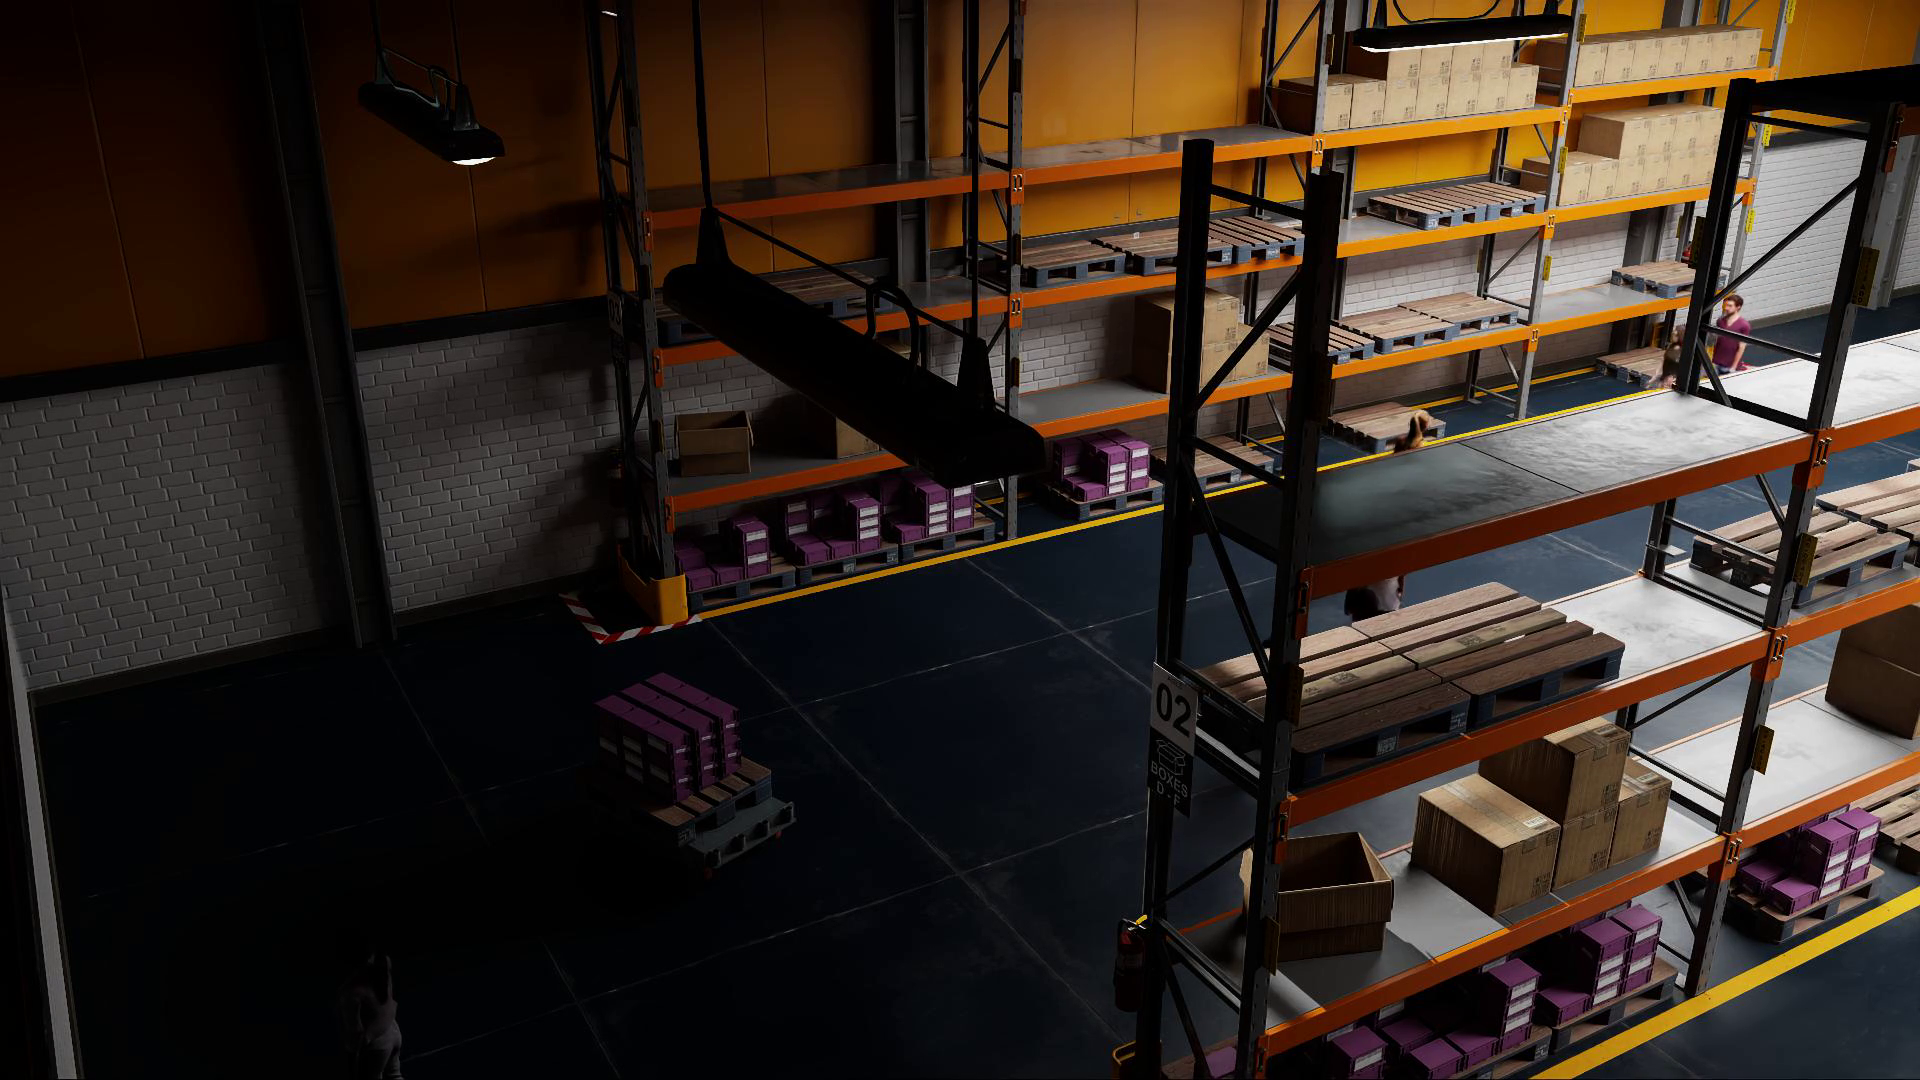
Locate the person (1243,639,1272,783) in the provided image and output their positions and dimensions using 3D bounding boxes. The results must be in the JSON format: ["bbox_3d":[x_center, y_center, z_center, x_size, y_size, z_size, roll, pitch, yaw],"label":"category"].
[{"bbox_3d":[2.559,1.385,13.817,0.852,1.245,0.606,-21,31,-39],"label":"person"}]

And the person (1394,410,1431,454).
[{"bbox_3d":[4.640,-0.482,17.358,0.680,1.831,0.687,-22,32,-40],"label":"person"}]

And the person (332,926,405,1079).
[{"bbox_3d":[-3.408,2.955,9.685,0.776,1.678,0.726,5,24,12],"label":"person"}]

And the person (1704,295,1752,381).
[{"bbox_3d":[9.934,-2.246,21.427,1.162,1.804,0.713,-16,28,-32],"label":"person"}]
